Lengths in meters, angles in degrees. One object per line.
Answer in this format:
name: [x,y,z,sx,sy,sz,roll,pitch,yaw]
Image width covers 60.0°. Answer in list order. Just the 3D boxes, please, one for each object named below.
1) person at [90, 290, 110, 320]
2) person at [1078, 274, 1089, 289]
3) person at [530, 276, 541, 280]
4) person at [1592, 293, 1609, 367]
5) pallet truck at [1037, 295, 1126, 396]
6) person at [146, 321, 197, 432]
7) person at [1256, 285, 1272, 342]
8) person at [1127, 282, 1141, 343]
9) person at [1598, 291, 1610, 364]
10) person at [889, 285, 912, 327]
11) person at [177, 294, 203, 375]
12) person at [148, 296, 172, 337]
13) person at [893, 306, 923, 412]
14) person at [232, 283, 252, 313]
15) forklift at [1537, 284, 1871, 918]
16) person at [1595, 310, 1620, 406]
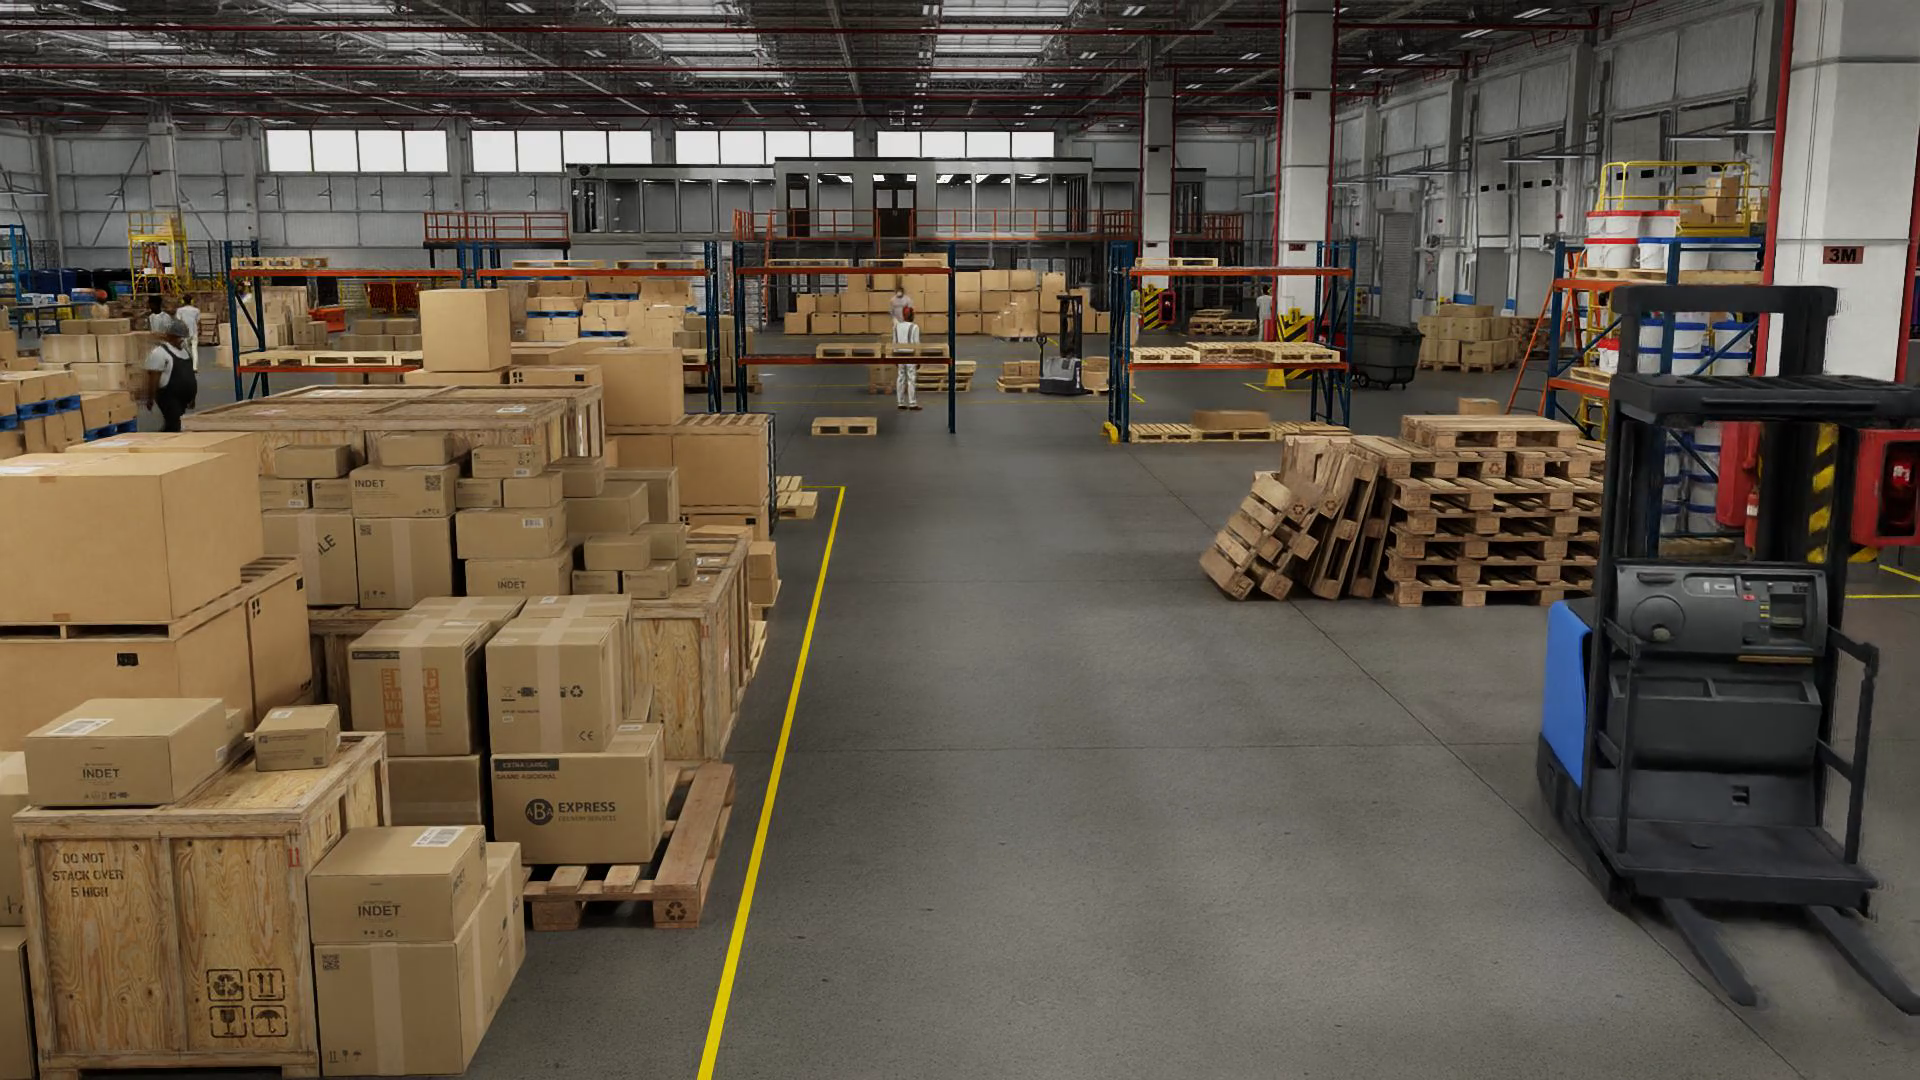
person: [-20.609,-5.050,39.869,0.956,1.908,0.540,4,11,23]
person: [4.355,-8.601,59.707,0.603,1.865,0.613,-9,13,-40]
person: [-18.606,-10.945,72.976,0.512,1.792,0.966,-1,10,-8]
person: [15.107,-4.889,39.155,0.704,1.825,0.429,-1,10,-5]
pallet truck: [2.483,-3.881,33.060,1.885,1.965,0.823,-7,13,-36]
person: [-10.456,-1.956,22.217,0.970,2.000,0.760,2,10,10]
person: [8.307,-5.995,45.212,0.508,1.865,0.329,5,11,24]
person: [5.166,-6.786,49.696,0.430,1.840,0.621,5,11,27]
person: [16.078,-5.352,41.306,0.405,1.987,0.620,-7,12,-35]
person: [-1.553,-5.886,44.546,0.640,1.902,0.743,2,10,9]
person: [-17.719,-4.732,38.292,0.507,1.824,0.952,-4,11,-23]
person: [-16.164,-3.959,33.644,0.619,1.953,0.394,6,12,29]
person: [-0.943,-3.236,29.781,0.575,1.885,0.361,8,13,37]
person: [-20.093,-6.236,46.498,0.631,1.876,0.878,-1,10,-6]
forklift: [3.616,0.151,8.138,1.129,2.768,1.873,1,10,8]
person: [11.996,-3.411,30.644,0.593,1.922,0.383,-2,10,-10]
